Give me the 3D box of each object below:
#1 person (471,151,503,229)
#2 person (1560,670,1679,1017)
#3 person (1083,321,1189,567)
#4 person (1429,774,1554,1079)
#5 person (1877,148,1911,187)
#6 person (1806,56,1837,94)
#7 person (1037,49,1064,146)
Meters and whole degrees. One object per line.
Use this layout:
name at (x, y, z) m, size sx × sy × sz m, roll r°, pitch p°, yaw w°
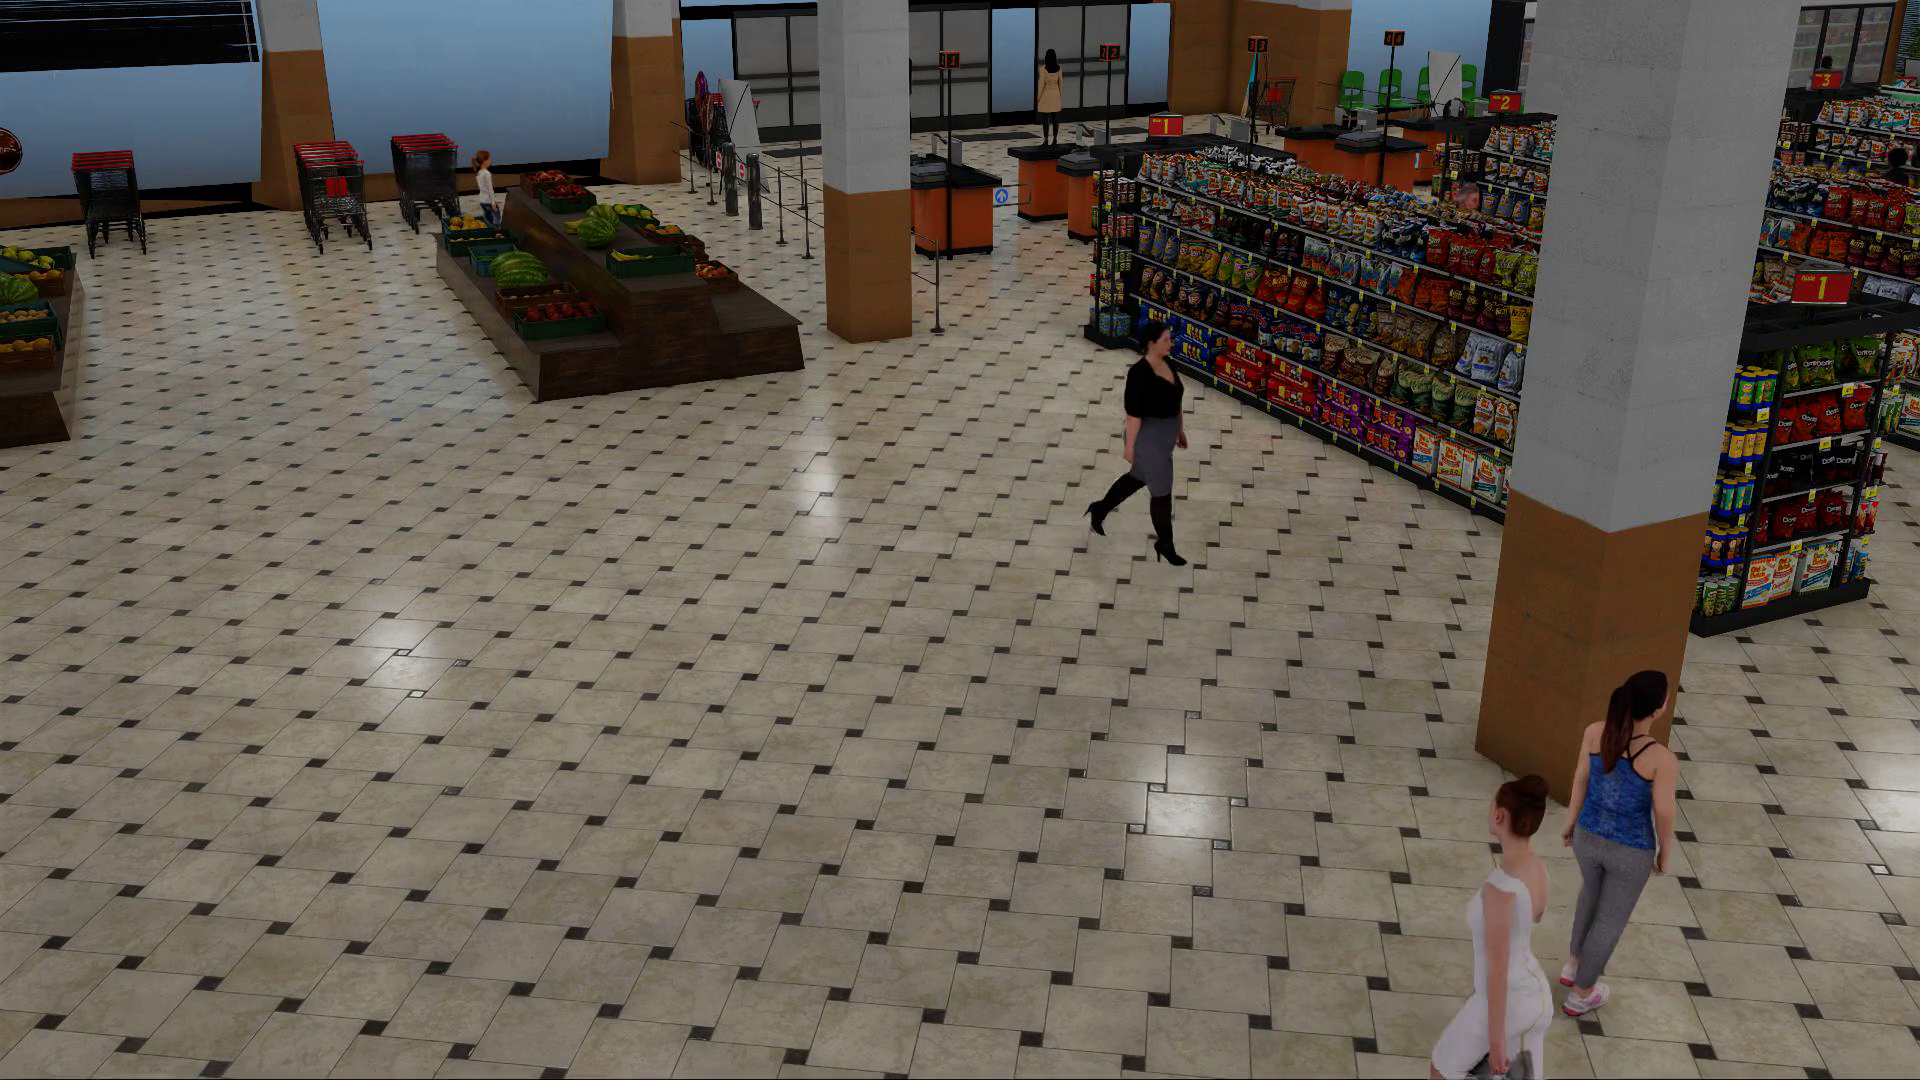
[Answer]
person at (-6.030, -4.255, 21.069) m, size 0.616 × 1.311 × 0.560 m, roll -17°, pitch 27°, yaw -36°
person at (2.666, 1.289, 6.891) m, size 0.710 × 1.594 × 0.613 m, roll -17°, pitch 28°, yaw -36°
person at (1.245, -0.685, 11.624) m, size 1.211 × 1.727 × 1.048 m, roll 12°, pitch 25°, yaw 28°
person at (1.936, 1.690, 5.697) m, size 1.155 × 1.740 × 0.897 m, roll 15°, pitch 26°, yaw 33°
person at (10.034, -3.285, 17.984) m, size 0.632 × 1.810 × 0.885 m, roll -8°, pitch 23°, yaw -19°
person at (13.867, -6.833, 26.825) m, size 1.131 × 1.802 × 1.308 m, roll 4°, pitch 22°, yaw 9°
person at (1.597, -7.845, 29.505) m, size 0.643 × 1.682 × 0.501 m, roll -10°, pitch 24°, yaw -23°
